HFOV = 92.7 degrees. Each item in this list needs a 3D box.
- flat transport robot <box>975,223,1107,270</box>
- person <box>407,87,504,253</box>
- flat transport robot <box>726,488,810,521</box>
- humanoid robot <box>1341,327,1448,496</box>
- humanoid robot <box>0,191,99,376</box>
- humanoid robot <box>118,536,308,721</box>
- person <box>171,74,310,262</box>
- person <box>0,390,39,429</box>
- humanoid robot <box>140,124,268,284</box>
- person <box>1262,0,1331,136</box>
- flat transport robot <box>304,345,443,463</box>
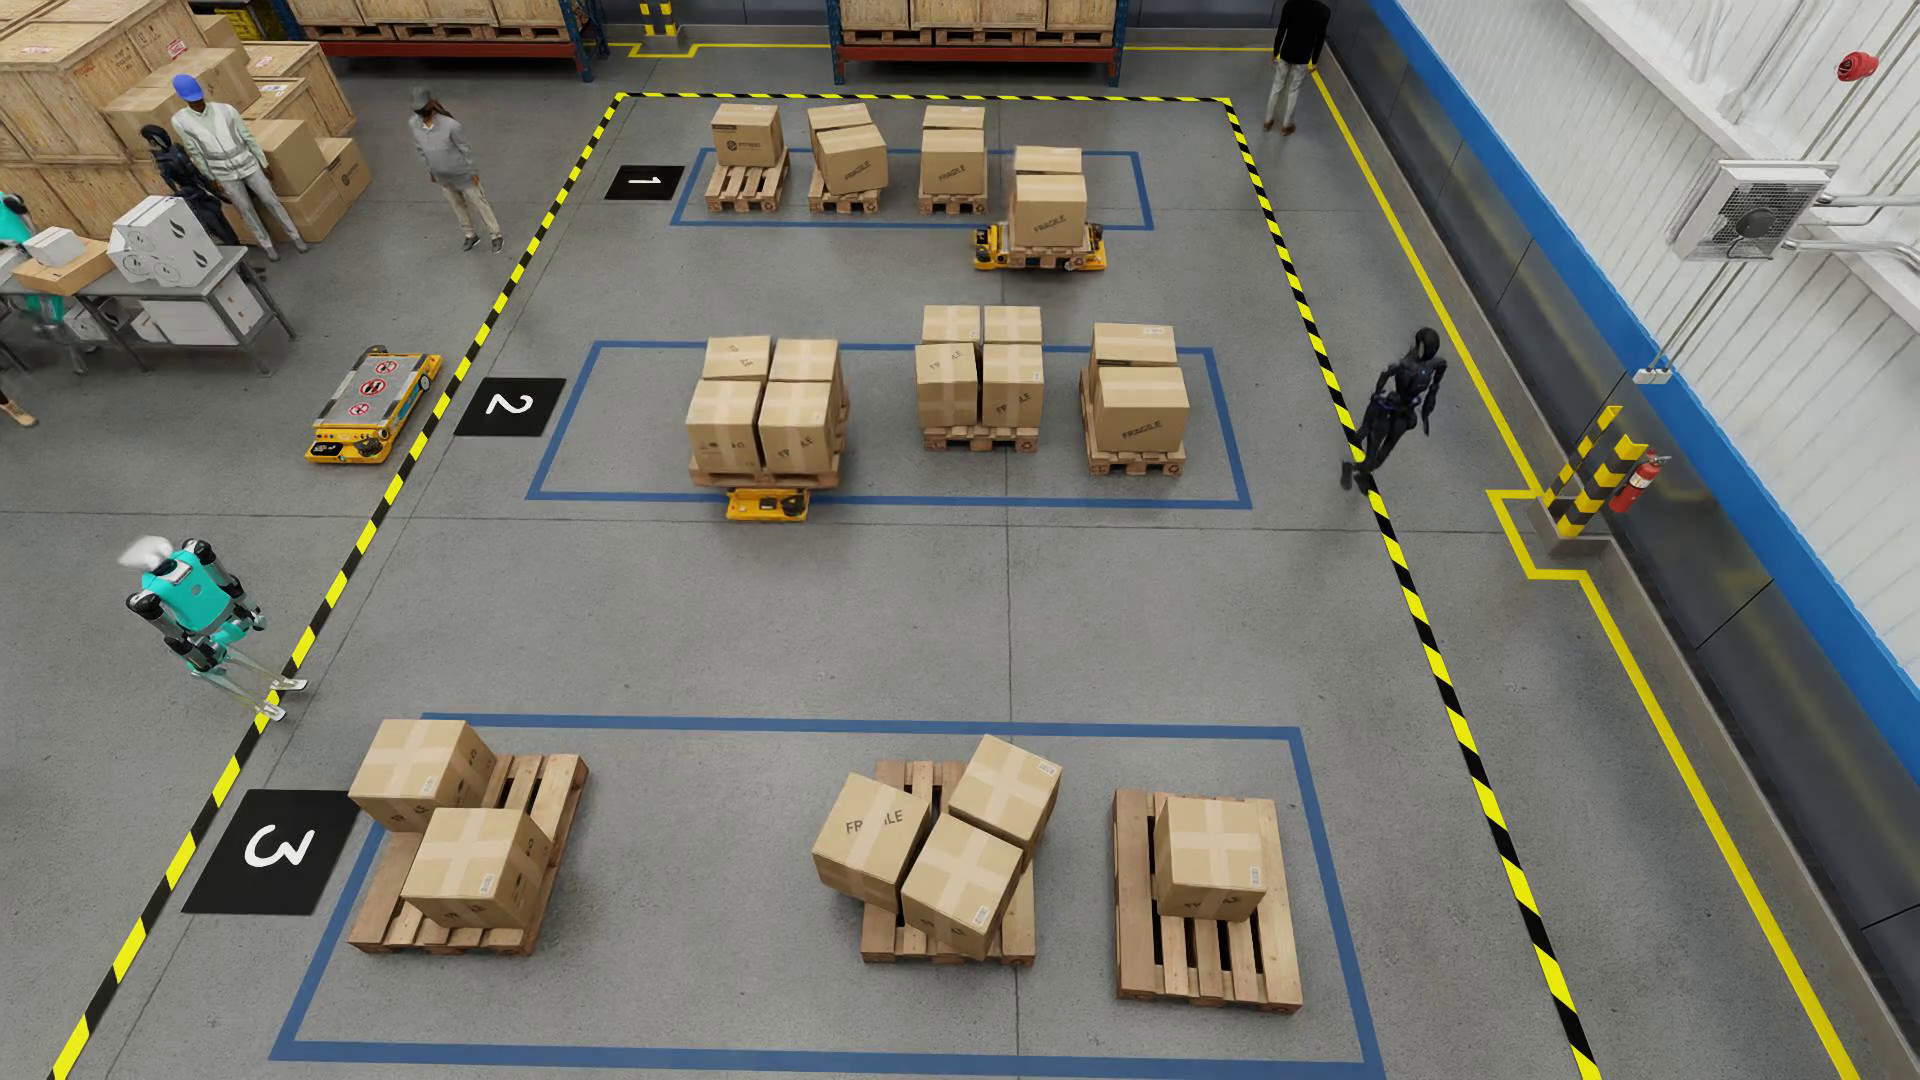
[{"bbox_3d":[0.882,-3.249,10.098,1.431,0.197,0.652,1,50,1],"label":"flat transport robot"},{"bbox_3d":[-5.337,-3.885,9.670,0.573,1.768,0.399,5,50,4],"label":"person"},{"bbox_3d":[-1.594,-0.759,7.991,0.652,0.197,1.431,1,50,1],"label":"flat transport robot"},{"bbox_3d":[3.460,-0.978,7.272,0.591,1.652,0.344,-8,50,-7],"label":"humanoid robot"},{"bbox_3d":[-8.581,-2.318,8.422,0.551,1.852,0.869,-3,50,-3],"label":"humanoid robot"},{"bbox_3d":[-4.864,0.553,5.847,0.735,1.681,0.533,9,50,8],"label":"humanoid robot"},{"bbox_3d":[-7.515,-3.849,9.532,0.602,1.939,0.412,-30,56,-23],"label":"person"},{"bbox_3d":[-8.667,-1.642,7.605,0.411,2.034,0.607,36,59,27],"label":"person"},{"bbox_3d":[-7.669,-3.421,9.337,0.379,1.655,0.608,-8,50,-7],"label":"humanoid robot"},{"bbox_3d":[4.185,-6.038,11.418,0.587,1.883,0.384,26,55,21],"label":"person"},{"bbox_3d":[-5.383,-1.269,8.441,0.659,0.231,1.431,1,50,1],"label":"flat transport robot"}]
